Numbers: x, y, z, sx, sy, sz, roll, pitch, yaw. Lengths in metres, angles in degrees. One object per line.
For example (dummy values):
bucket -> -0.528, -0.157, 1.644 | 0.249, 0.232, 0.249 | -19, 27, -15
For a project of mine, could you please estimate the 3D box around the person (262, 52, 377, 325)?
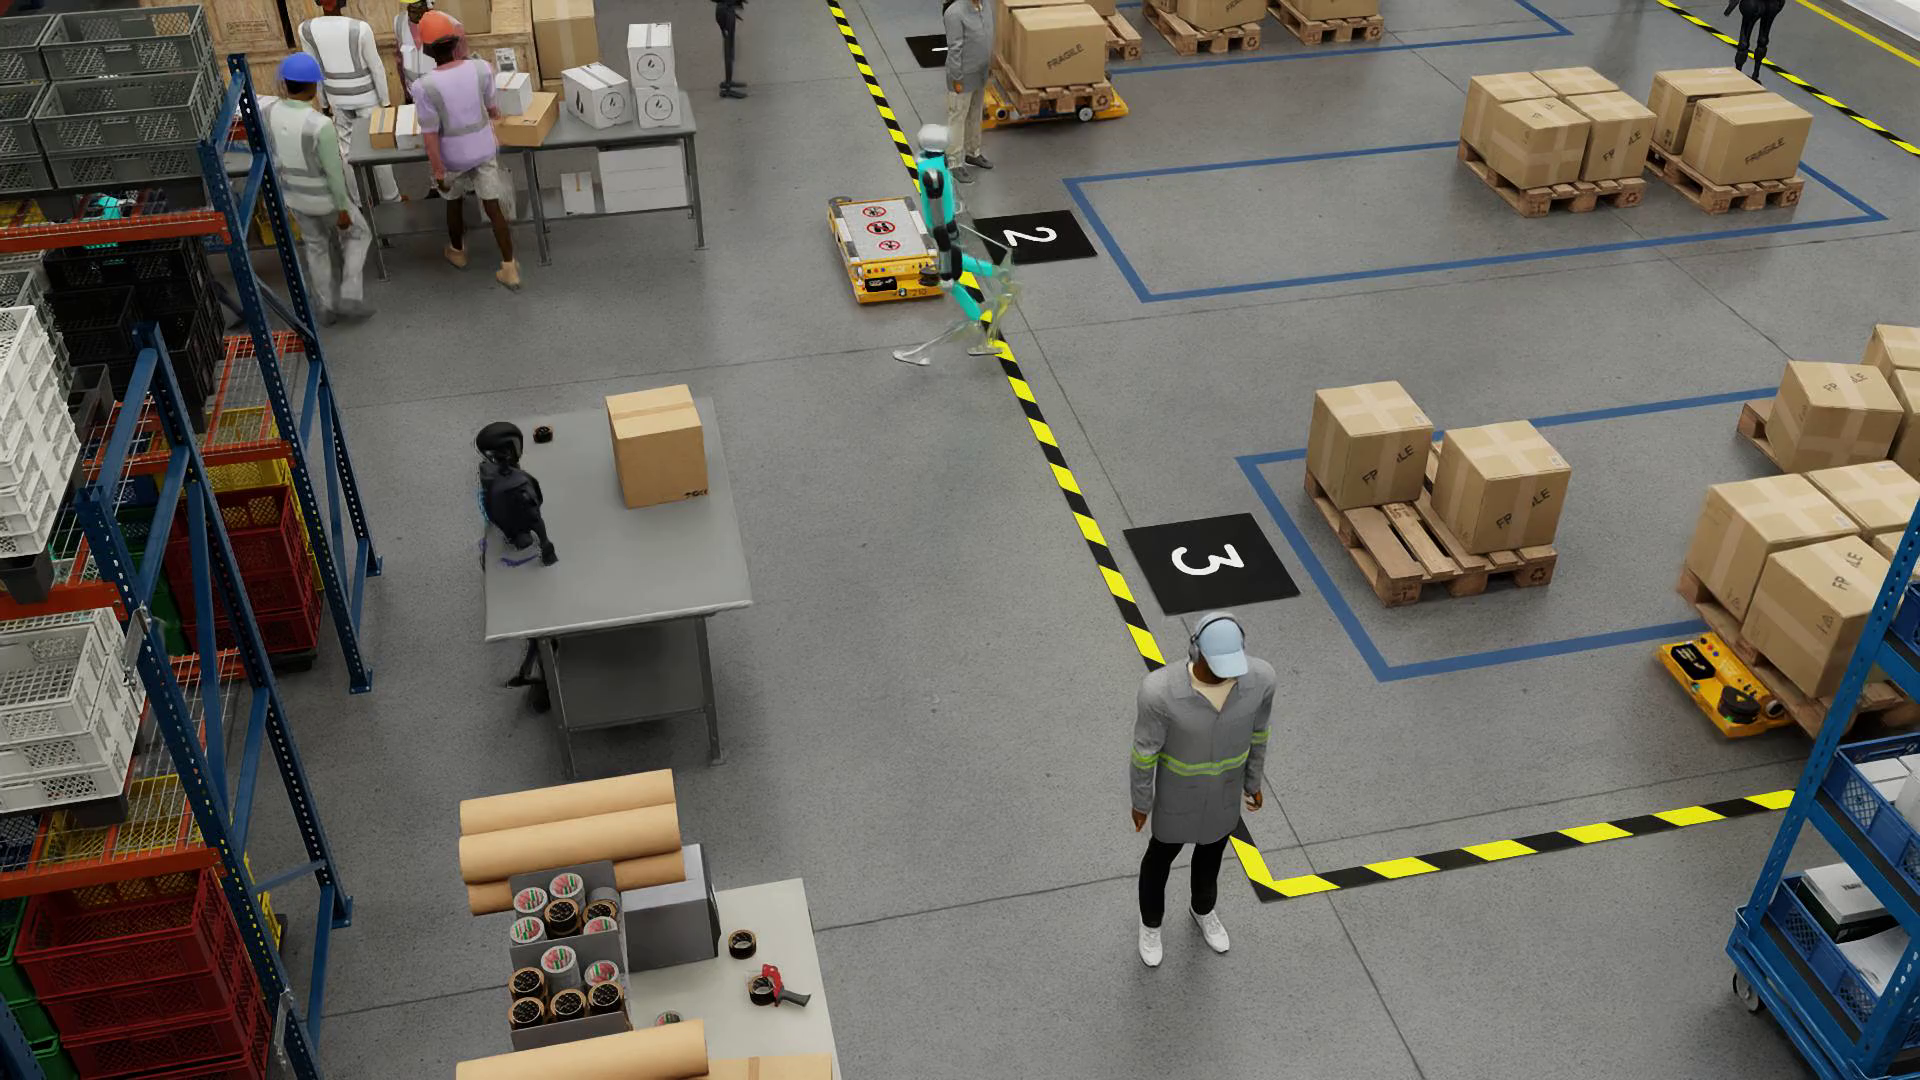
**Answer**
person -> -4.363, -2.362, 11.345 | 0.615, 1.914, 0.455 | 14, 39, 18

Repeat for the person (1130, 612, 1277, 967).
person -> 0.987, 1.031, 6.841 | 0.596, 1.850, 0.384 | -8, 37, -11

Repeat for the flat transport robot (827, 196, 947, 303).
flat transport robot -> -0.570, -2.220, 12.538 | 0.659, 0.231, 1.431 | -8, 37, -10

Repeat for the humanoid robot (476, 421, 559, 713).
humanoid robot -> -2.119, 0.143, 8.176 | 0.329, 1.644, 0.586 | -31, 46, -34

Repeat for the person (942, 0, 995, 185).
person -> 0.059, -3.779, 13.374 | 0.400, 1.769, 0.563 | 19, 41, 24

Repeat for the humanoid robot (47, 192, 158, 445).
humanoid robot -> -5.082, -1.314, 10.003 | 0.532, 1.696, 0.725 | -5, 37, -6

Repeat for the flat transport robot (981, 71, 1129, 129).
flat transport robot -> 0.730, -3.934, 14.818 | 1.431, 0.197, 0.652 | -8, 37, -10

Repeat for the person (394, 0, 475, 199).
person -> -4.070, -3.472, 12.909 | 0.587, 1.834, 0.403 | 7, 37, 9

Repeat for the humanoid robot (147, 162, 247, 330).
humanoid robot -> -5.274, -2.113, 11.252 | 0.680, 1.630, 0.602 | -5, 37, -7

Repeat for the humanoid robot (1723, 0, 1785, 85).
humanoid robot -> 7.205, -4.903, 14.951 | 0.599, 1.658, 0.315 | -13, 39, -17

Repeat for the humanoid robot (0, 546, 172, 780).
humanoid robot -> -4.007, 0.379, 7.773 | 0.683, 1.753, 0.532 | -15, 39, -20

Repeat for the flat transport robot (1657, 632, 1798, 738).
flat transport robot -> 4.476, 0.640, 8.671 | 1.431, 0.197, 0.652 | -8, 37, -10

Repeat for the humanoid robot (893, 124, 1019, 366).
humanoid robot -> 0.048, -1.860, 10.826 | 0.995, 1.734, 0.544 | -2, 37, -2

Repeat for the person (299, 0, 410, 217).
person -> -4.639, -3.370, 12.732 | 0.573, 1.882, 0.357 | 0, 37, 0

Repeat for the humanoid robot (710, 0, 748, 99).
humanoid robot -> -2.065, -4.809, 14.839 | 0.323, 1.654, 0.586 | -2, 37, -3

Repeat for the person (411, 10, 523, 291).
person -> -3.540, -2.777, 11.837 | 0.610, 2.003, 0.903 | -22, 42, -27
